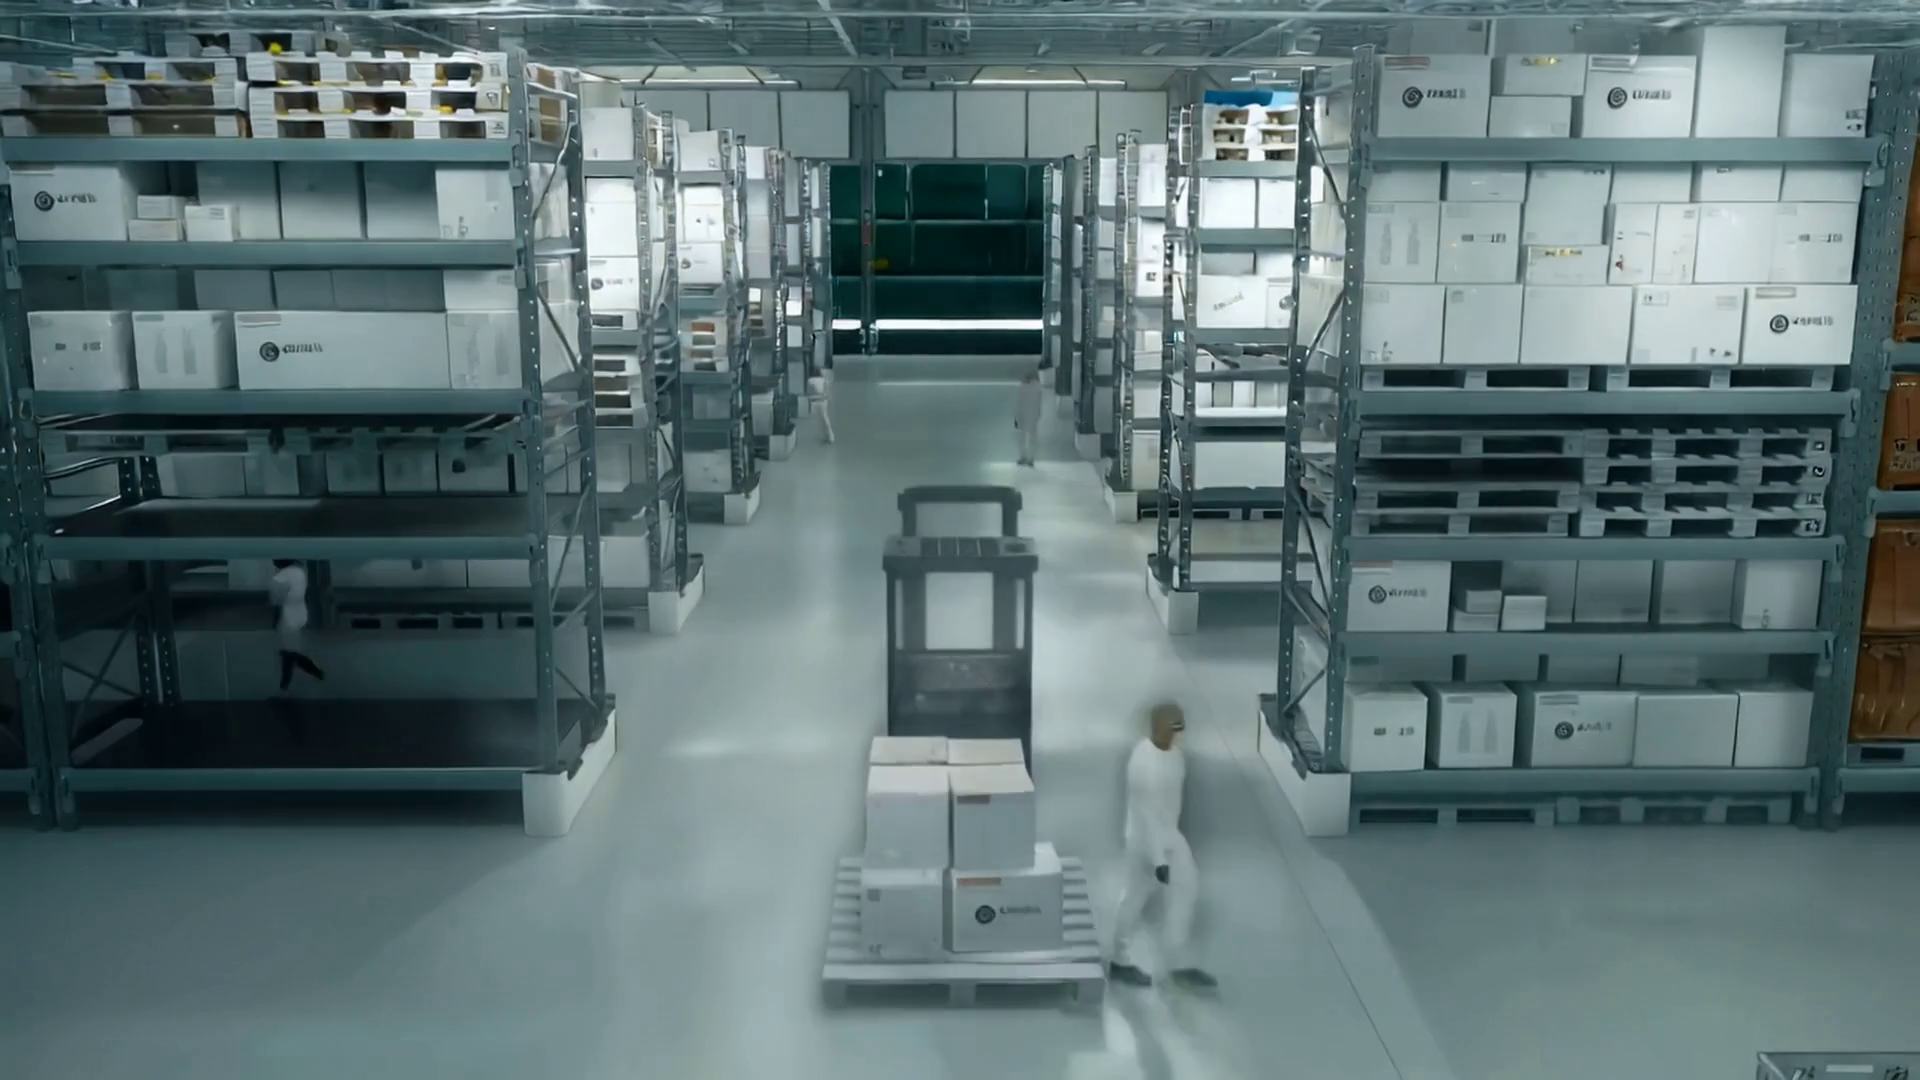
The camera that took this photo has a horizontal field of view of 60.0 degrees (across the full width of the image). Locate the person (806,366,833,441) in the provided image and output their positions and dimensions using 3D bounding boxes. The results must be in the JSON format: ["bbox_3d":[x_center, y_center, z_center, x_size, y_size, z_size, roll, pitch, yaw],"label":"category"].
[{"bbox_3d":[-2.969,-2.851,34.956,0.548,1.613,0.529,-10,15,-40],"label":"person"}]

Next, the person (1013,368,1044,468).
[{"bbox_3d":[1.274,-2.313,31.631,0.644,1.893,0.432,-5,12,-24],"label":"person"}]

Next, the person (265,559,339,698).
[{"bbox_3d":[-6.643,0.815,16.659,0.749,1.671,0.536,0,11,1],"label":"person"}]

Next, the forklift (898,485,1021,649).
[{"bbox_3d":[-0.005,0.974,12.872,1.129,2.768,1.873,0,11,0],"label":"forklift"}]

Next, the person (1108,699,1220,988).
[{"bbox_3d":[1.321,1.943,10.498,0.841,1.909,0.647,7,14,32],"label":"person"}]
